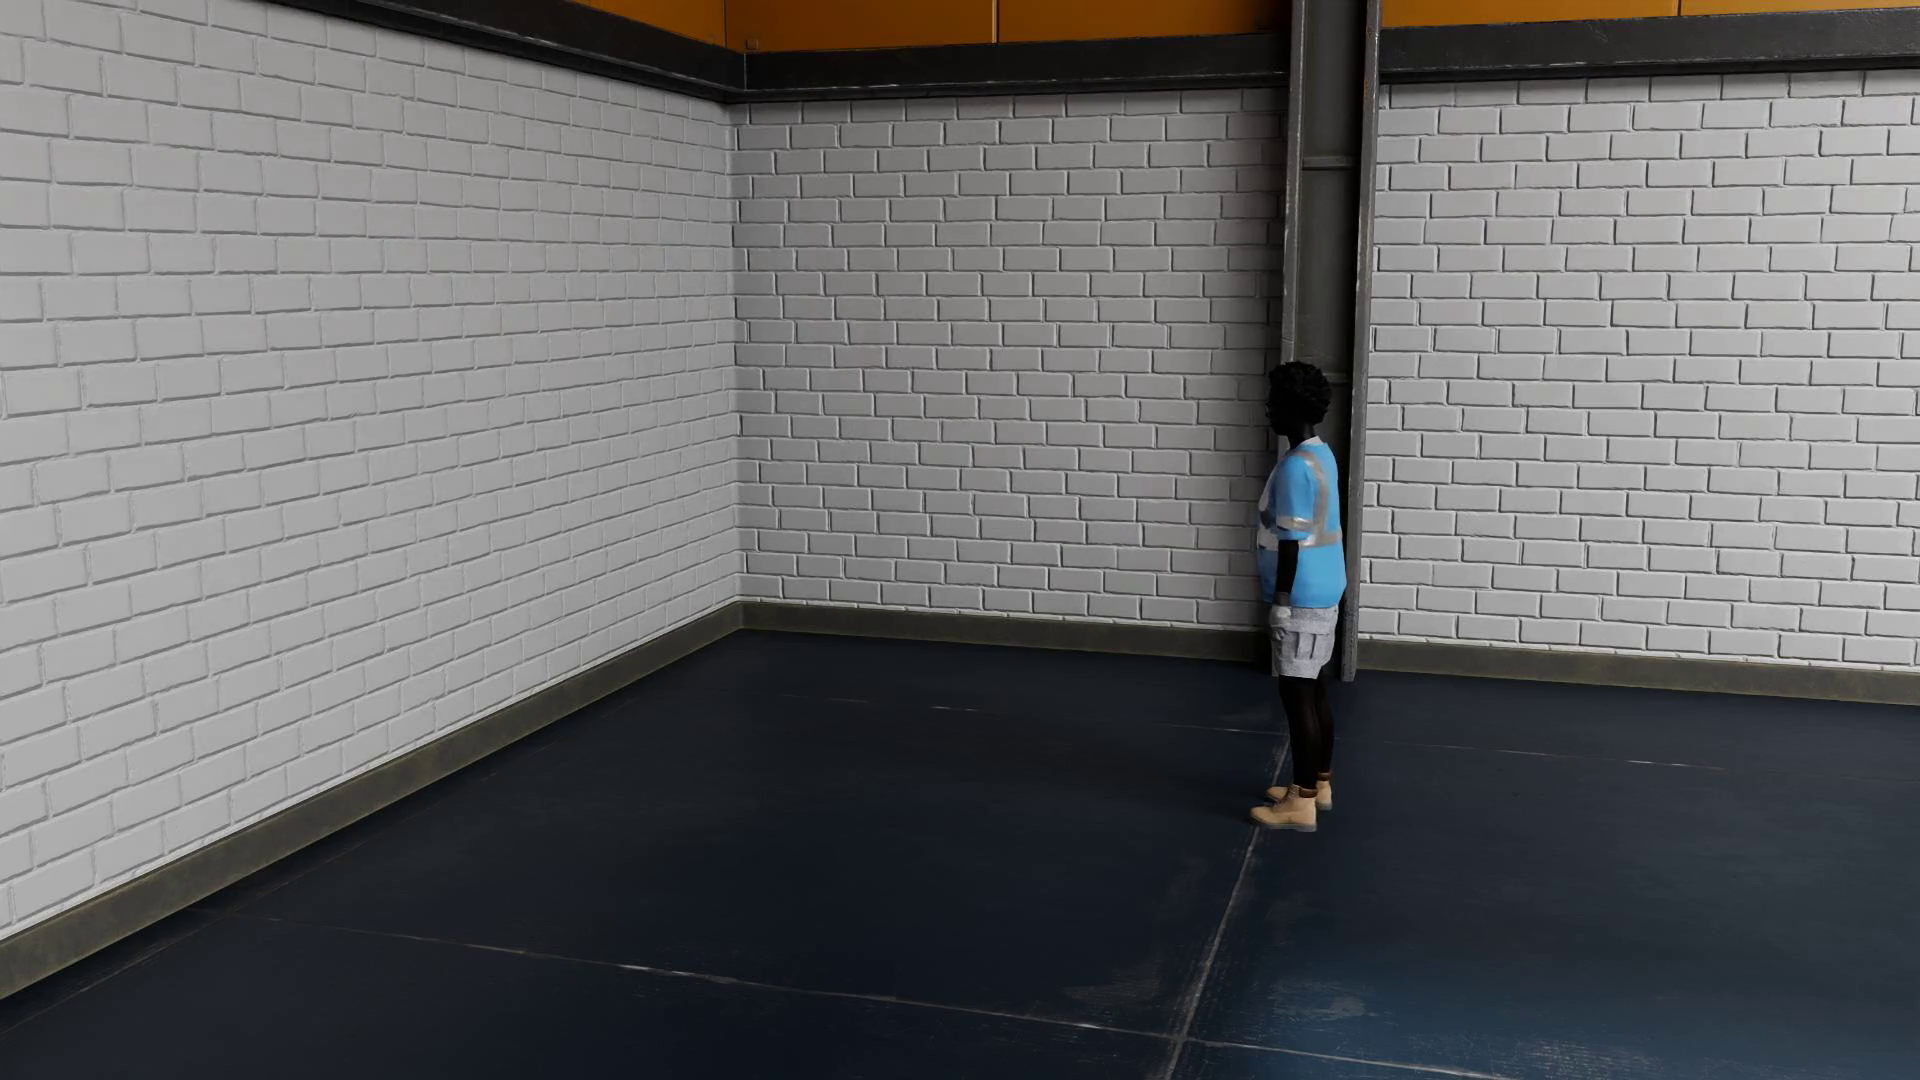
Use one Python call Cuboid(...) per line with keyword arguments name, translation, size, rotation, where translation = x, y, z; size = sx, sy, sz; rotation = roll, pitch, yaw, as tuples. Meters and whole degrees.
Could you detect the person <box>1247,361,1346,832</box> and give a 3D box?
Cuboid(name="person", translation=(1.230, 0.200, 6.026), size=(0.321, 1.689, 0.530), rotation=(3, 10, 20))
